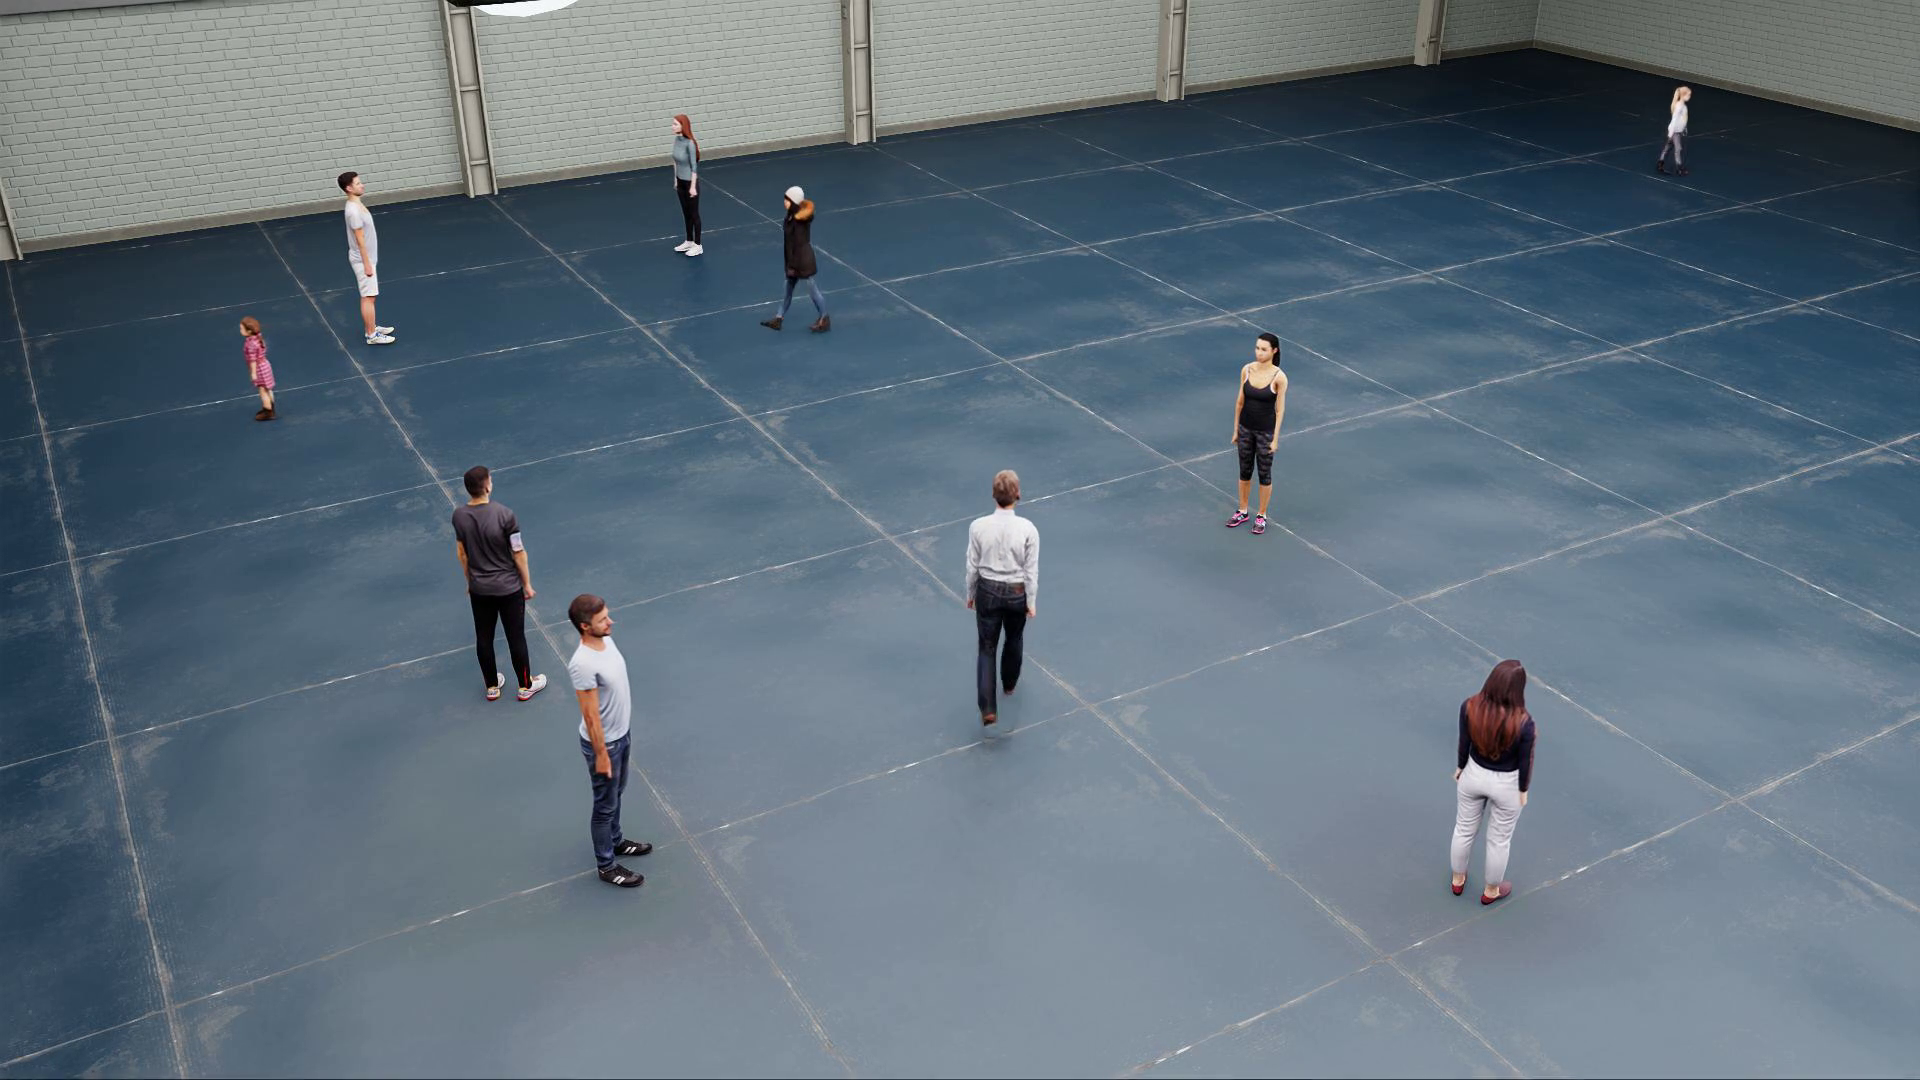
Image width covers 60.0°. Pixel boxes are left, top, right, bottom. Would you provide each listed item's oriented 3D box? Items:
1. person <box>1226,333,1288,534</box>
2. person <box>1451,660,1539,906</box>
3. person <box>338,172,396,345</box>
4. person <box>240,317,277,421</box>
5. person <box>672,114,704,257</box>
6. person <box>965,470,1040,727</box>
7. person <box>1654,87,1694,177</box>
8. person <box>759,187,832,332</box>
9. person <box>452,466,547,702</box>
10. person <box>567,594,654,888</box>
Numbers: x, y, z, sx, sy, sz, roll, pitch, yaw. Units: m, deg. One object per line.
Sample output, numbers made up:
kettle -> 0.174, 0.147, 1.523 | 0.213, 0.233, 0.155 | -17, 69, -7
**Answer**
person -> 2.485, -0.903, 13.824 | 0.653, 1.730, 0.671 | 17, 32, 30
person -> 3.053, 1.379, 9.524 | 0.674, 1.608, 0.671 | 19, 33, 32
person -> -6.396, -3.032, 17.822 | 0.627, 1.854, 0.730 | -9, 29, -17
person -> -6.777, -1.670, 16.086 | 0.518, 1.021, 0.491 | -3, 27, -7
person -> -3.373, -4.401, 20.603 | 0.566, 1.742, 0.593 | -19, 33, -32
person -> 0.273, 0.413, 11.201 | 1.193, 1.791, 1.169 | 3, 27, 6
person -> 10.301, -5.928, 24.095 | 0.765, 1.260, 0.800 | 18, 32, 31
person -> -1.663, -3.018, 18.078 | 1.048, 1.595, 0.706 | -11, 29, -20
person -> -3.203, 0.307, 11.436 | 0.685, 1.764, 0.777 | 3, 27, 6
person -> -2.076, 1.146, 9.694 | 0.719, 1.866, 0.705 | 1, 27, 2
